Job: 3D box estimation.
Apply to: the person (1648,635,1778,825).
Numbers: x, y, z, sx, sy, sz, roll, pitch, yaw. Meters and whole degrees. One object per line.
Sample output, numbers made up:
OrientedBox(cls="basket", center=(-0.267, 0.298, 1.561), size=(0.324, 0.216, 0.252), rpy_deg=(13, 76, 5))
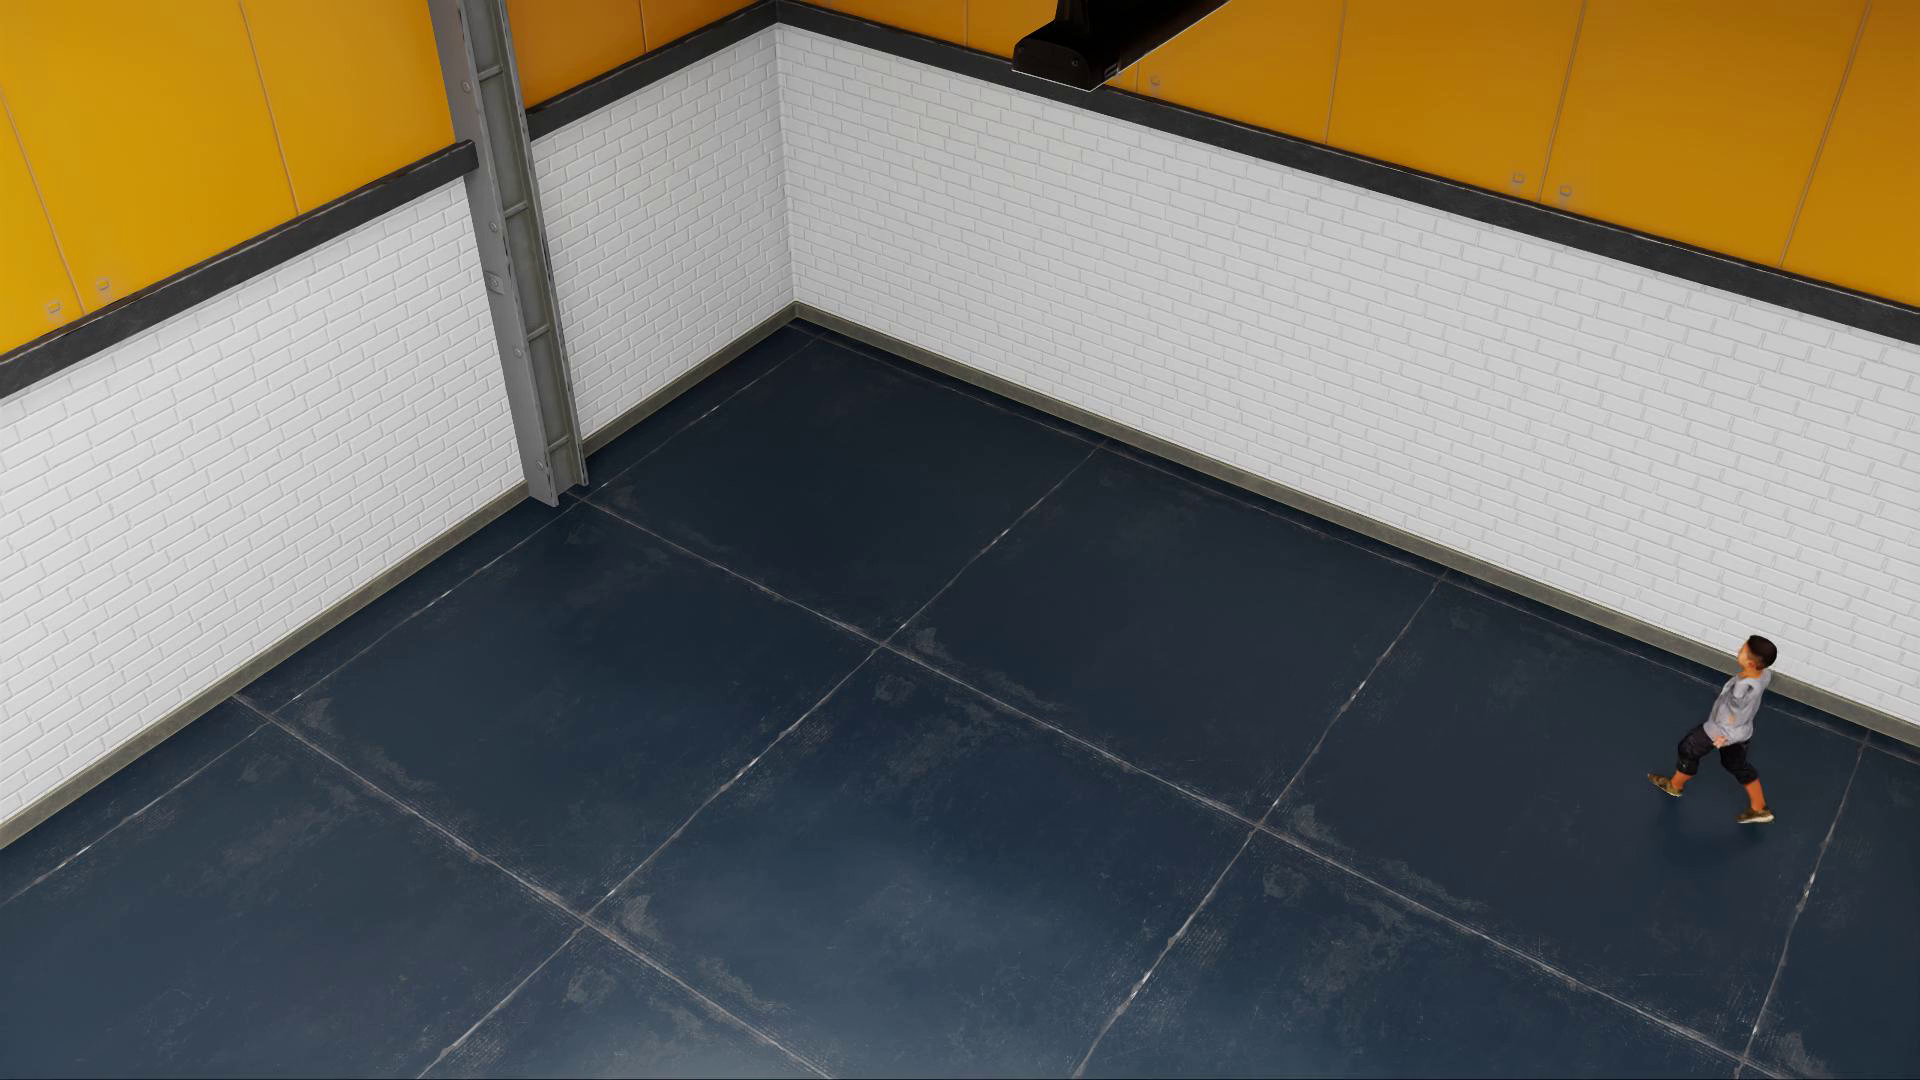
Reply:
OrientedBox(cls="person", center=(4.844, 1.147, 10.296), size=(0.985, 1.430, 0.780), rpy_deg=(-30, 47, -32))
